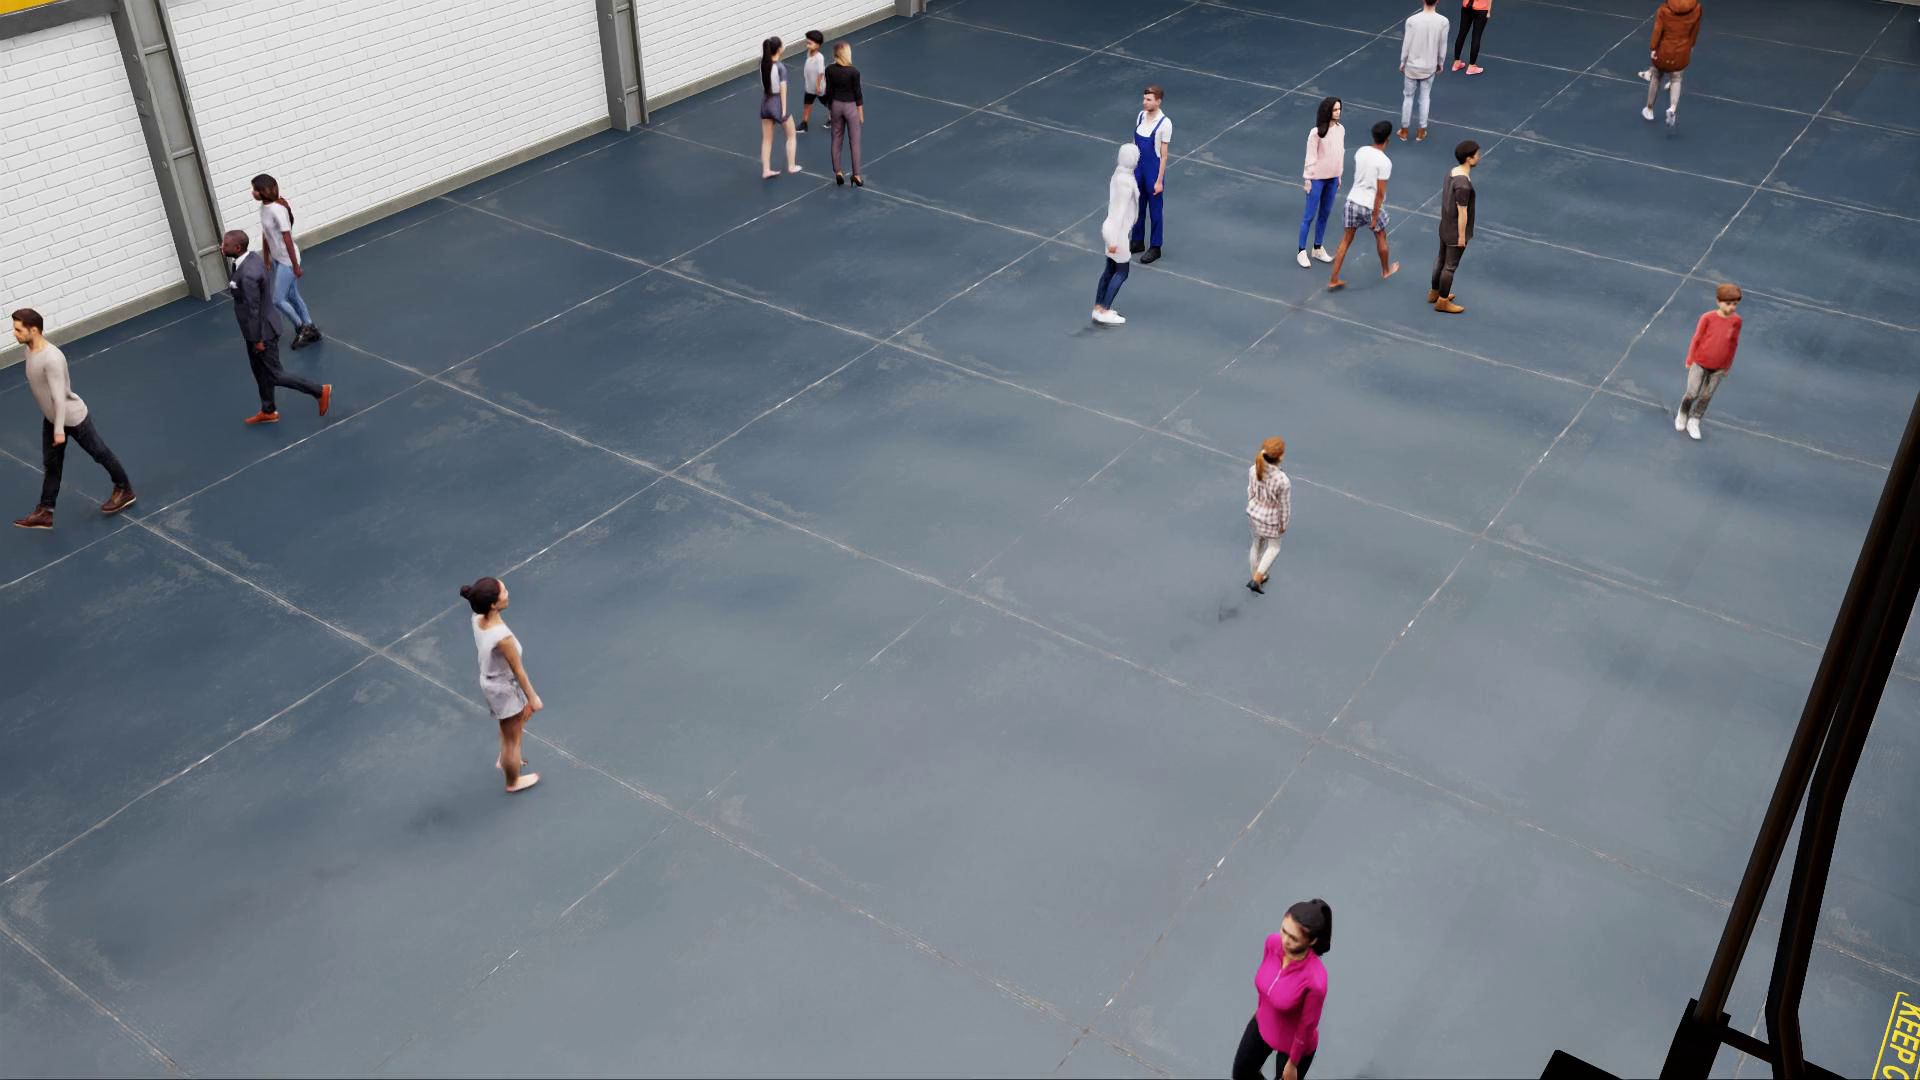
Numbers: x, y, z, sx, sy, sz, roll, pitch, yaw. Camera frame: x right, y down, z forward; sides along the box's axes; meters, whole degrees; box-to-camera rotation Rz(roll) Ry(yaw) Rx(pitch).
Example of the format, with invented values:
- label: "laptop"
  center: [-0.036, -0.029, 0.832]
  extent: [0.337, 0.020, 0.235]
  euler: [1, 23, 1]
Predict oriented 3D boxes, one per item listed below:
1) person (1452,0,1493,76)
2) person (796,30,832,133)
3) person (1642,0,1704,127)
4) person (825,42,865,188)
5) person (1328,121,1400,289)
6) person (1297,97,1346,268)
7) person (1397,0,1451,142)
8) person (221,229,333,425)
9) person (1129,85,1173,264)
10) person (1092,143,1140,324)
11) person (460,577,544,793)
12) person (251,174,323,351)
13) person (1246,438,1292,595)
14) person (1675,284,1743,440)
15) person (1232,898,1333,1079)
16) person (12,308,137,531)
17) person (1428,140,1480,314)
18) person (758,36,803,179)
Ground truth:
- label: "person"
  center: [6.945, -7.168, 22.429]
  extent: [0.619, 1.694, 0.650]
  euler: [-24, 40, -31]
- label: "person"
  center: [-1.731, -5.686, 20.618]
  extent: [0.915, 1.232, 0.587]
  euler: [-28, 43, -36]
- label: "person"
  center: [8.842, -6.027, 20.601]
  extent: [0.935, 1.818, 1.119]
  euler: [6, 34, 10]
- label: "person"
  center: [-1.313, -4.837, 18.946]
  extent: [0.647, 1.668, 0.610]
  euler: [12, 35, 17]
- label: "person"
  center: [3.983, -3.296, 16.615]
  extent: [1.144, 1.682, 0.837]
  euler: [-22, 40, -30]
- label: "person"
  center: [3.731, -3.707, 17.156]
  extent: [0.658, 1.769, 0.789]
  euler: [-15, 37, -22]
- label: "person"
  center: [5.610, -5.784, 20.217]
  extent: [0.759, 1.839, 0.722]
  euler: [5, 34, 7]
- label: "person"
  center: [-5.914, -1.813, 14.271]
  extent: [1.148, 1.807, 1.028]
  euler: [-11, 35, -16]
- label: "person"
  center: [1.967, -3.817, 17.246]
  extent: [0.635, 1.851, 0.673]
  euler: [-27, 42, -34]
- label: "person"
  center: [1.452, -2.908, 15.974]
  extent: [0.833, 1.745, 0.771]
  euler: [2, 34, 4]
- label: "person"
  center: [-2.897, 0.944, 10.309]
  extent: [0.661, 1.602, 0.646]
  euler: [-22, 39, -29]
- label: "person"
  center: [-6.236, -2.614, 15.565]
  extent: [0.709, 1.709, 0.690]
  euler: [-25, 41, -33]
- label: "person"
  center: [2.205, -0.149, 12.223]
  extent: [0.564, 1.303, 0.661]
  euler: [28, 43, 35]
- label: "person"
  center: [6.398, -1.563, 14.251]
  extent: [0.625, 1.412, 0.671]
  euler: [3, 34, 5]
- label: "person"
  center: [1.643, 2.369, 8.087]
  extent: [0.693, 1.689, 0.662]
  euler: [-21, 39, -29]
- label: "person"
  center: [-6.890, -0.974, 12.996]
  extent: [0.674, 1.822, 1.138]
  euler: [20, 38, 27]
- label: "person"
  center: [4.832, -3.075, 16.249]
  extent: [0.771, 1.719, 0.688]
  euler: [-2, 34, -3]
- label: "person"
  center: [-2.193, -4.938, 19.133]
  extent: [0.606, 1.630, 0.712]
  euler: [21, 39, 28]
